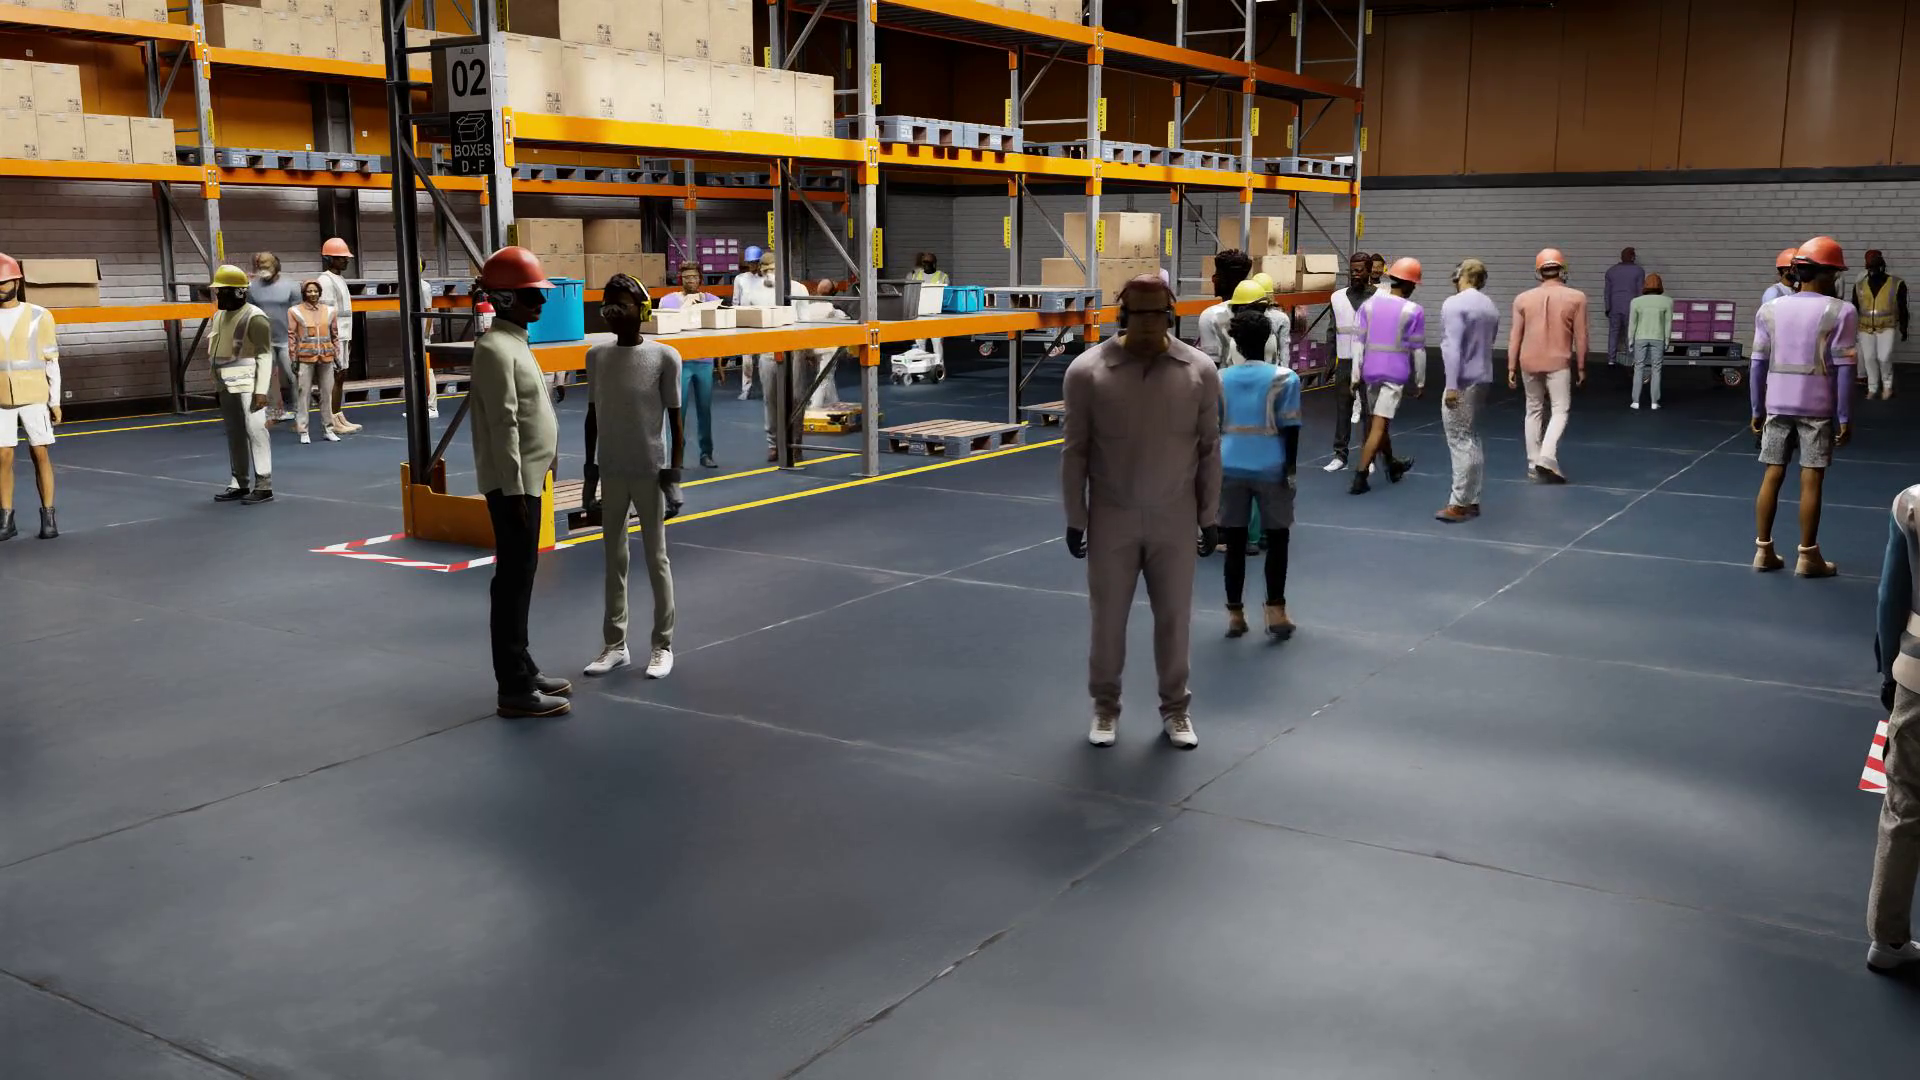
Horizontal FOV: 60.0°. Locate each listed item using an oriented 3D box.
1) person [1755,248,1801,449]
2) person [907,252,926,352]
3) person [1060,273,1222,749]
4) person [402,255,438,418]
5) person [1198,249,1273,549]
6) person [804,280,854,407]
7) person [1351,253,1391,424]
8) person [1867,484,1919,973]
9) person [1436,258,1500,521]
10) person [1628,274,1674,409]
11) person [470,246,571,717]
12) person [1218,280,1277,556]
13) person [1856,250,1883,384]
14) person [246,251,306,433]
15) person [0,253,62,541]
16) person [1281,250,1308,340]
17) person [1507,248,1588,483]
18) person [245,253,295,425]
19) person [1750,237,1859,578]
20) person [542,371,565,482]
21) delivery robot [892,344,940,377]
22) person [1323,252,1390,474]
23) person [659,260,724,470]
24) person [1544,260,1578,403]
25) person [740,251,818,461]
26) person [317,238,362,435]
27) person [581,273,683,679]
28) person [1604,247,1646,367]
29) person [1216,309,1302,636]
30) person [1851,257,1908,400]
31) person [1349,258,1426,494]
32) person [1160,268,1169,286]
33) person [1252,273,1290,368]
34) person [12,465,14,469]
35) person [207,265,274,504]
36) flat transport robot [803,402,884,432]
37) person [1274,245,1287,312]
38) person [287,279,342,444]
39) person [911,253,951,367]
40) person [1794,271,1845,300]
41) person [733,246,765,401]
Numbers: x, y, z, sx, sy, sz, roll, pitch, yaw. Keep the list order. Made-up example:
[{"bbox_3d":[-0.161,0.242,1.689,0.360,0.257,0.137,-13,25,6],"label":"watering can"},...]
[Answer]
[{"bbox_3d":[7.954,-1.834,16.069,0.545,1.942,0.352,-9,13,-39],"label":"person"},{"bbox_3d":[-0.652,-3.908,27.876,0.521,1.825,0.786,4,11,22],"label":"person"},{"bbox_3d":[0.724,-0.107,6.635,0.648,1.896,0.399,0,10,-2],"label":"person"},{"bbox_3d":[-6.173,-2.318,18.937,0.328,1.877,0.513,-9,13,-39],"label":"person"},{"bbox_3d":[1.769,-0.919,10.929,0.610,1.966,0.363,-8,13,-38],"label":"person"},{"bbox_3d":[-1.422,-2.033,18.130,0.543,1.583,0.874,7,12,34],"label":"person"},{"bbox_3d":[4.544,-2.213,18.355,0.513,1.876,0.328,2,10,10],"label":"person"},{"bbox_3d":[2.688,0.417,4.433,0.306,1.640,0.522,-5,11,-27],"label":"person"},{"bbox_3d":[3.668,-1.095,12.140,0.397,1.898,0.796,9,14,42],"label":"person"},{"bbox_3d":[8.291,-2.382,20.006,0.492,1.624,0.308,5,11,25],"label":"person"},{"bbox_3d":[-1.886,-0.246,7.121,0.381,1.994,0.622,-2,10,-10],"label":"person"},{"bbox_3d":[1.855,-0.784,10.734,0.330,1.767,0.528,8,13,37],"label":"person"},{"bbox_3d":[12.786,-3.134,23.435,0.355,1.883,0.575,1,10,8],"label":"person"},{"bbox_3d":[-7.147,-2.068,17.453,0.659,1.915,0.449,0,10,-2],"label":"person"},{"bbox_3d":[-6.365,-0.954,11.207,0.552,1.935,0.373,-3,11,-19],"label":"person"},{"bbox_3d":[5.184,-3.587,25.998,0.529,1.878,0.671,9,14,41],"label":"person"},{"bbox_3d":[4.926,-1.469,14.016,0.636,1.961,0.735,6,12,31],"label":"person"},{"bbox_3d":[-7.541,-2.190,18.231,0.670,1.871,0.847,7,12,34],"label":"person"},{"bbox_3d":[5.090,-0.795,10.037,0.392,2.039,0.612,-8,13,-36],"label":"person"},{"bbox_3d":[-3.356,-1.245,12.965,0.576,1.885,0.355,-1,10,-6],"label":"person"},{"bbox_3d":[-0.623,-2.505,23.368,0.707,0.478,0.477,-10,14,-43],"label":"delivery robot"},{"bbox_3d":[3.467,-1.533,14.465,0.597,1.917,0.378,7,12,33],"label":"person"},{"bbox_3d":[-2.382,-1.549,14.753,0.570,1.843,0.372,-4,11,-23],"label":"person"},{"bbox_3d":[7.474,-2.620,20.880,0.941,1.790,0.597,-9,14,-41],"label":"person"},{"bbox_3d":[-1.672,-1.700,15.391,0.691,1.923,0.698,0,10,-1],"label":"person"},{"bbox_3d":[-6.487,-2.126,17.406,0.393,2.041,0.614,-1,10,-7],"label":"person"},{"bbox_3d":[-1.525,-0.288,7.702,0.513,1.871,0.325,2,11,13],"label":"person"},{"bbox_3d":[10.696,-3.743,26.741,0.639,1.911,0.402,10,14,43],"label":"person"},{"bbox_3d":[1.482,-0.343,8.539,0.550,1.662,0.440,5,11,26],"label":"person"},{"bbox_3d":[11.580,-2.660,21.021,0.465,1.812,0.665,-10,14,-43],"label":"person"},{"bbox_3d":[3.497,-1.325,13.426,0.568,1.891,0.919,10,14,43],"label":"person"},{"bbox_3d":[2.987,-3.632,26.066,0.595,1.925,0.371,4,11,20],"label":"person"},{"bbox_3d":[2.538,-1.379,14.088,0.492,1.746,0.284,1,10,4],"label":"person"},{"bbox_3d":[-8.510,-1.316,13.826,0.925,1.716,0.545,-4,11,-19],"label":"person"},{"bbox_3d":[-5.553,-1.191,12.805,0.599,1.832,0.404,6,12,30],"label":"person"},{"bbox_3d":[-1.349,-1.339,17.955,0.652,0.197,1.431,3,11,15],"label":"flat transport robot"},{"bbox_3d":[5.149,-3.783,26.797,0.441,1.962,0.623,7,12,33],"label":"person"},{"bbox_3d":[-6.449,-1.786,16.639,0.516,1.640,0.314,-9,13,-40],"label":"person"},{"bbox_3d":[-0.448,-3.221,24.062,0.638,1.836,0.430,3,11,17],"label":"person"},{"bbox_3d":[10.520,-2.695,20.564,0.692,2.000,0.672,3,11,18],"label":"person"},{"bbox_3d":[-2.572,-2.723,20.975,0.615,1.945,0.404,1,10,8],"label":"person"}]
